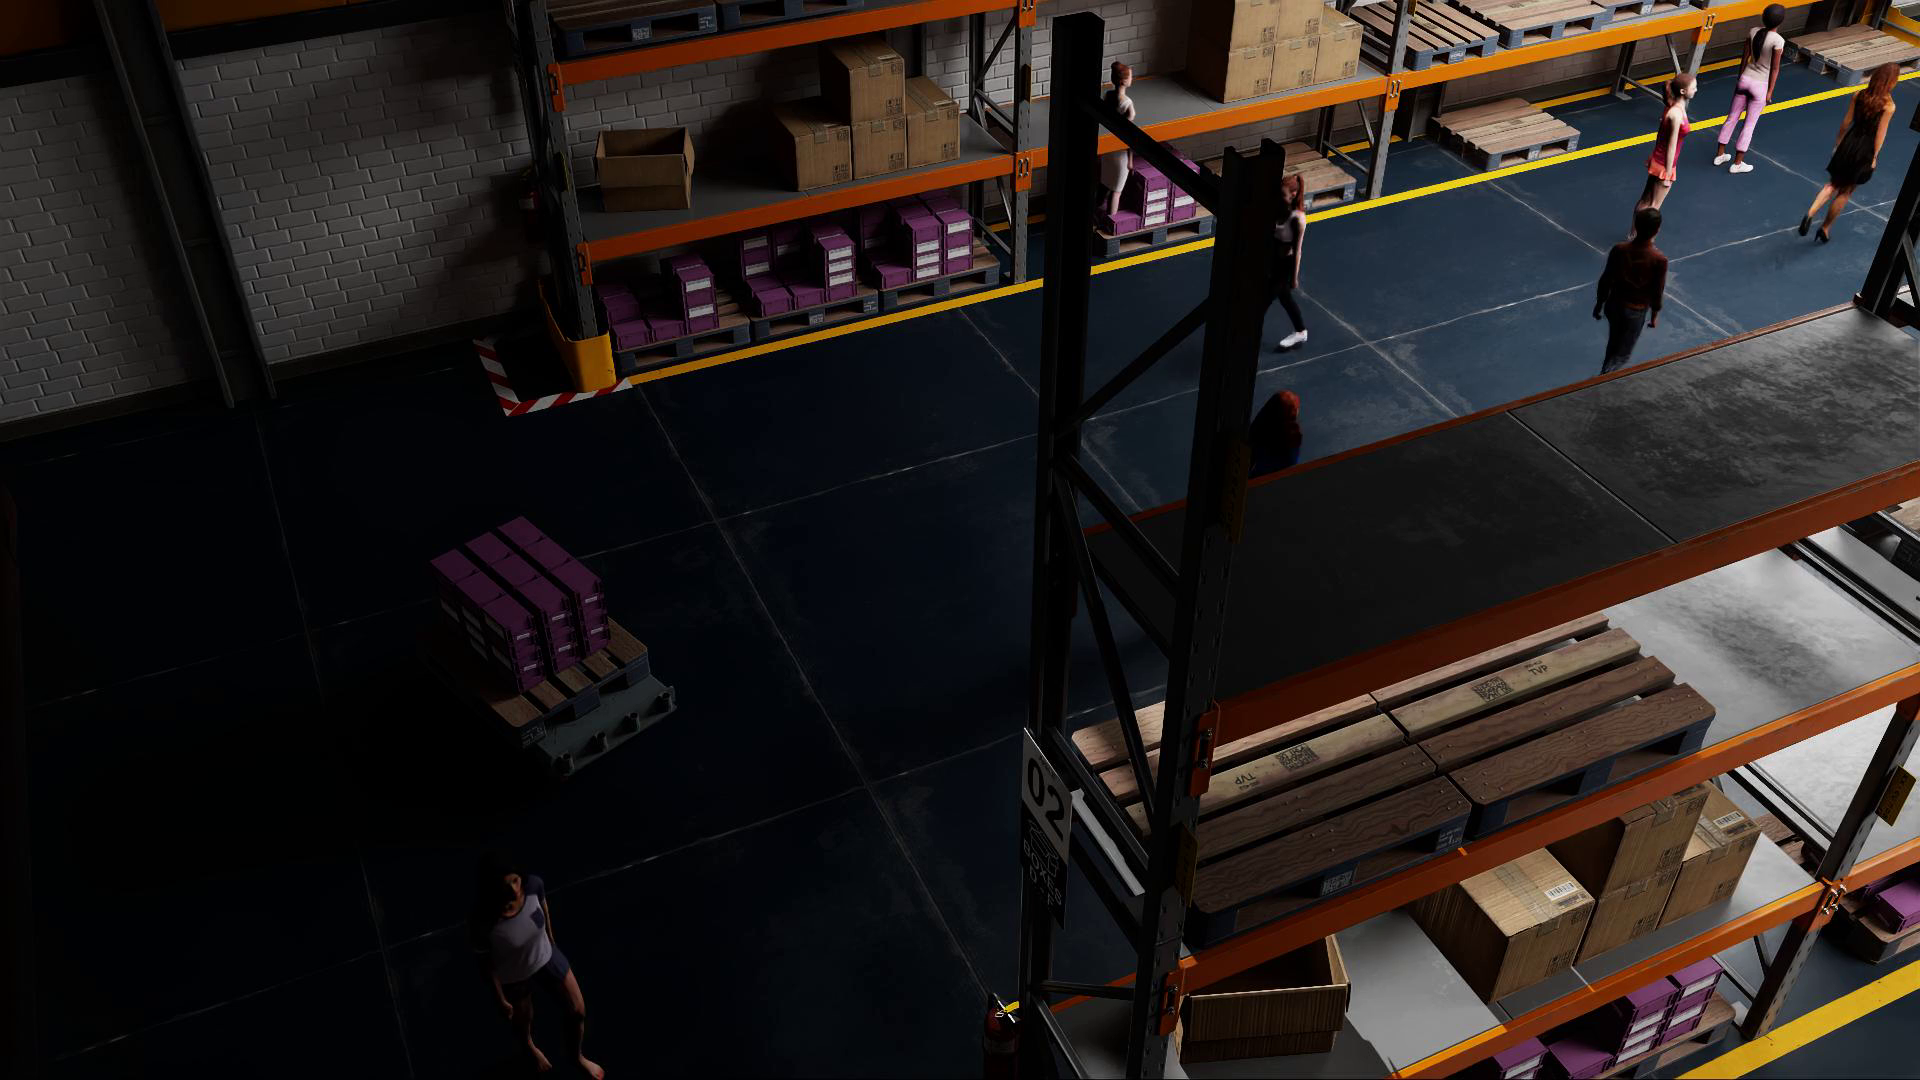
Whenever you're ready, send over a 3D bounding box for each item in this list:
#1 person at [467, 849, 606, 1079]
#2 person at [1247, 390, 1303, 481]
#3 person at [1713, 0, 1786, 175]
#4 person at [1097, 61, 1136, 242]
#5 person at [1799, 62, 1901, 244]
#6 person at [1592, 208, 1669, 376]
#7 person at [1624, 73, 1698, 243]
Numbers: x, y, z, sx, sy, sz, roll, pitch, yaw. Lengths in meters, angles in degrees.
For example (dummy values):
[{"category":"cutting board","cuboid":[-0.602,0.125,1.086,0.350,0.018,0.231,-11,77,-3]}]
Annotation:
[{"category":"person","cuboid":[-2.258,2.119,8.439,0.817,1.690,0.785,28,47,31]},{"category":"person","cuboid":[1.989,-0.200,11.240,0.633,1.819,0.603,-17,42,-20]},{"category":"person","cuboid":[7.996,-4.567,16.774,0.527,1.737,0.577,-19,42,-22]},{"category":"person","cuboid":[1.435,-3.609,15.530,0.537,1.793,0.577,-22,43,-25]},{"category":"person","cuboid":[8.210,-3.505,15.376,0.832,1.821,0.617,-22,44,-25]},{"category":"person","cuboid":[5.279,-1.777,13.268,1.179,1.753,0.889,-32,48,-33]},{"category":"person","cuboid":[6.506,-3.478,15.397,0.705,1.754,0.667,4,39,5]}]
